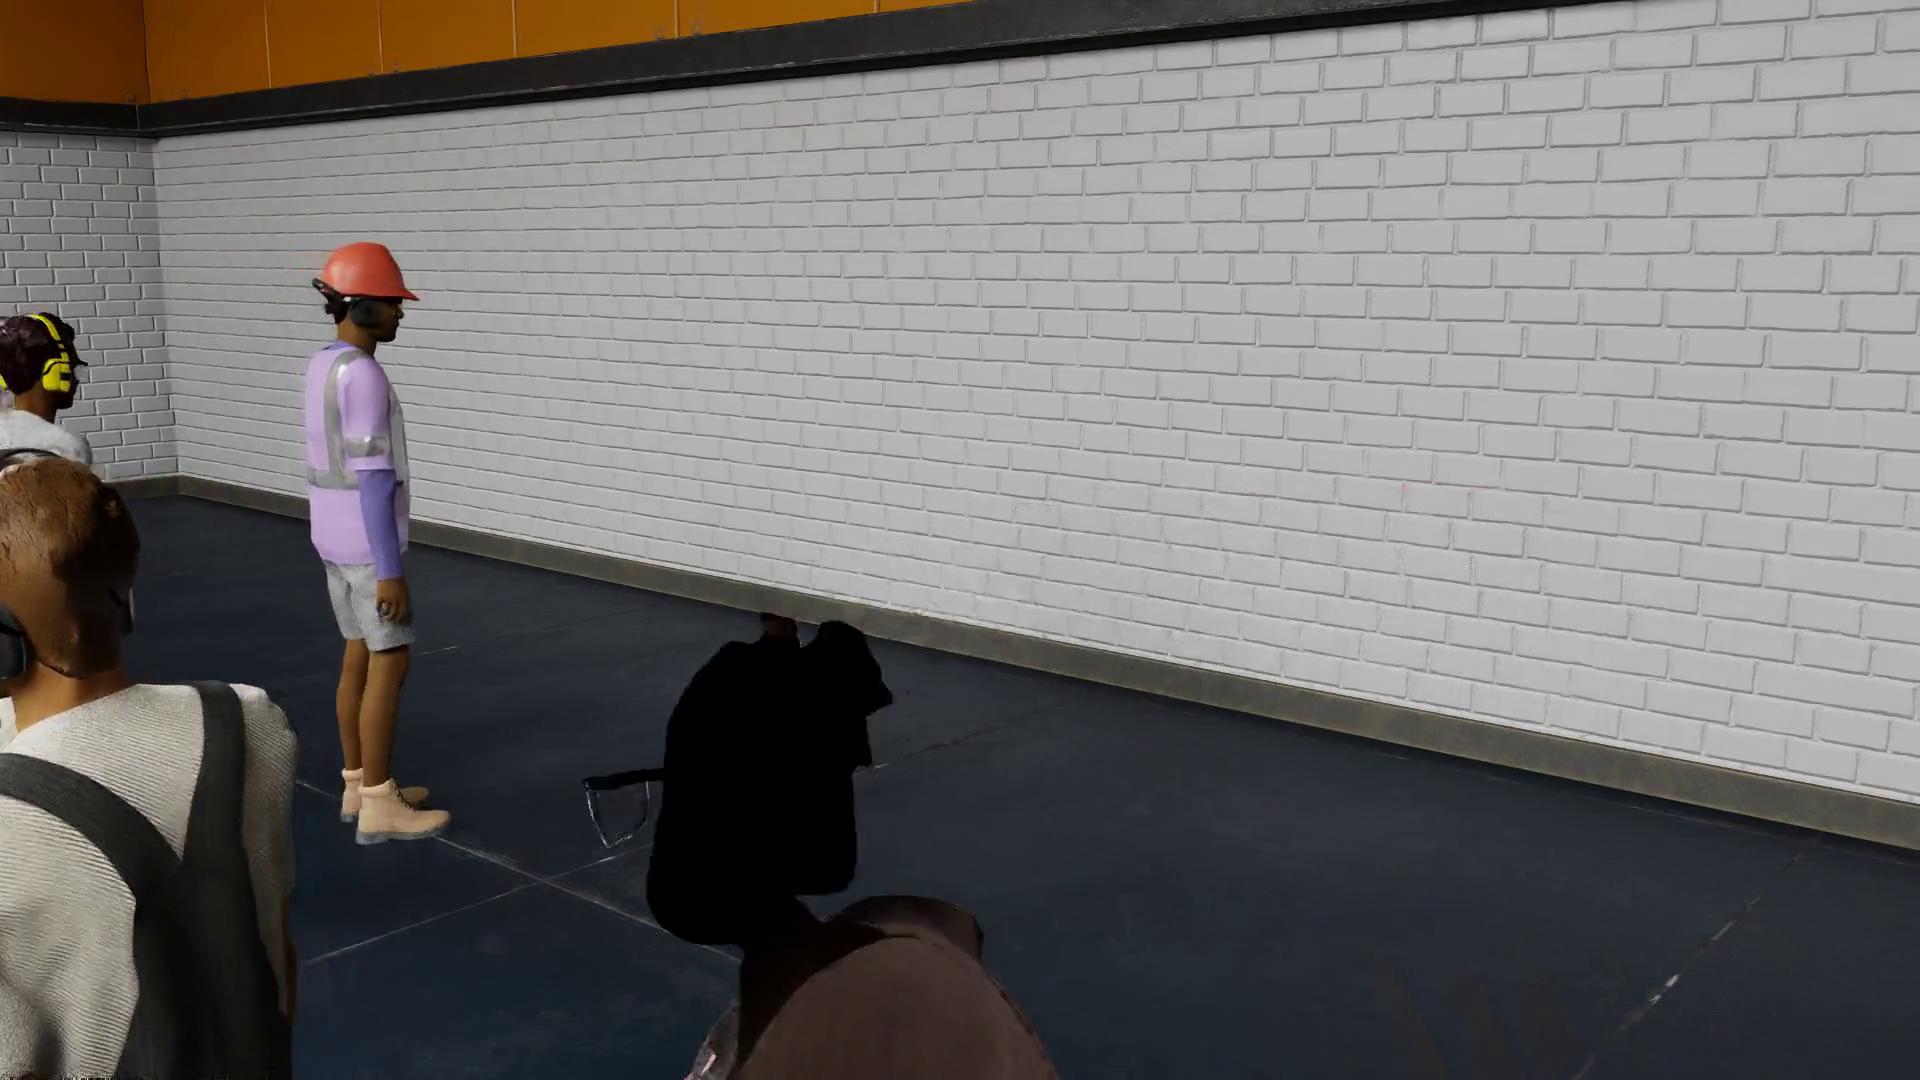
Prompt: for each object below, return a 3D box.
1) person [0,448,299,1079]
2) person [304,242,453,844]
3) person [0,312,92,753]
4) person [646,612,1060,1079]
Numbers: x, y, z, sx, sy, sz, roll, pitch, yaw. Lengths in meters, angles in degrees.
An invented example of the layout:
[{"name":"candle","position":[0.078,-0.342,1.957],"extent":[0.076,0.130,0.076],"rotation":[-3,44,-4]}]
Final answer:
[{"name":"person","position":[-0.910,0.793,1.907],"extent":[0.853,1.820,0.532],"rotation":[5,11,28]},{"name":"person","position":[-2.018,0.009,5.730],"extent":[0.391,2.041,0.623],"rotation":[-7,12,-33]},{"name":"person","position":[-2.581,0.258,4.899],"extent":[0.568,1.828,0.902],"rotation":[4,11,22]},{"name":"person","position":[-0.137,0.926,1.051],"extent":[1.022,1.847,0.651],"rotation":[-1,10,-8]}]
